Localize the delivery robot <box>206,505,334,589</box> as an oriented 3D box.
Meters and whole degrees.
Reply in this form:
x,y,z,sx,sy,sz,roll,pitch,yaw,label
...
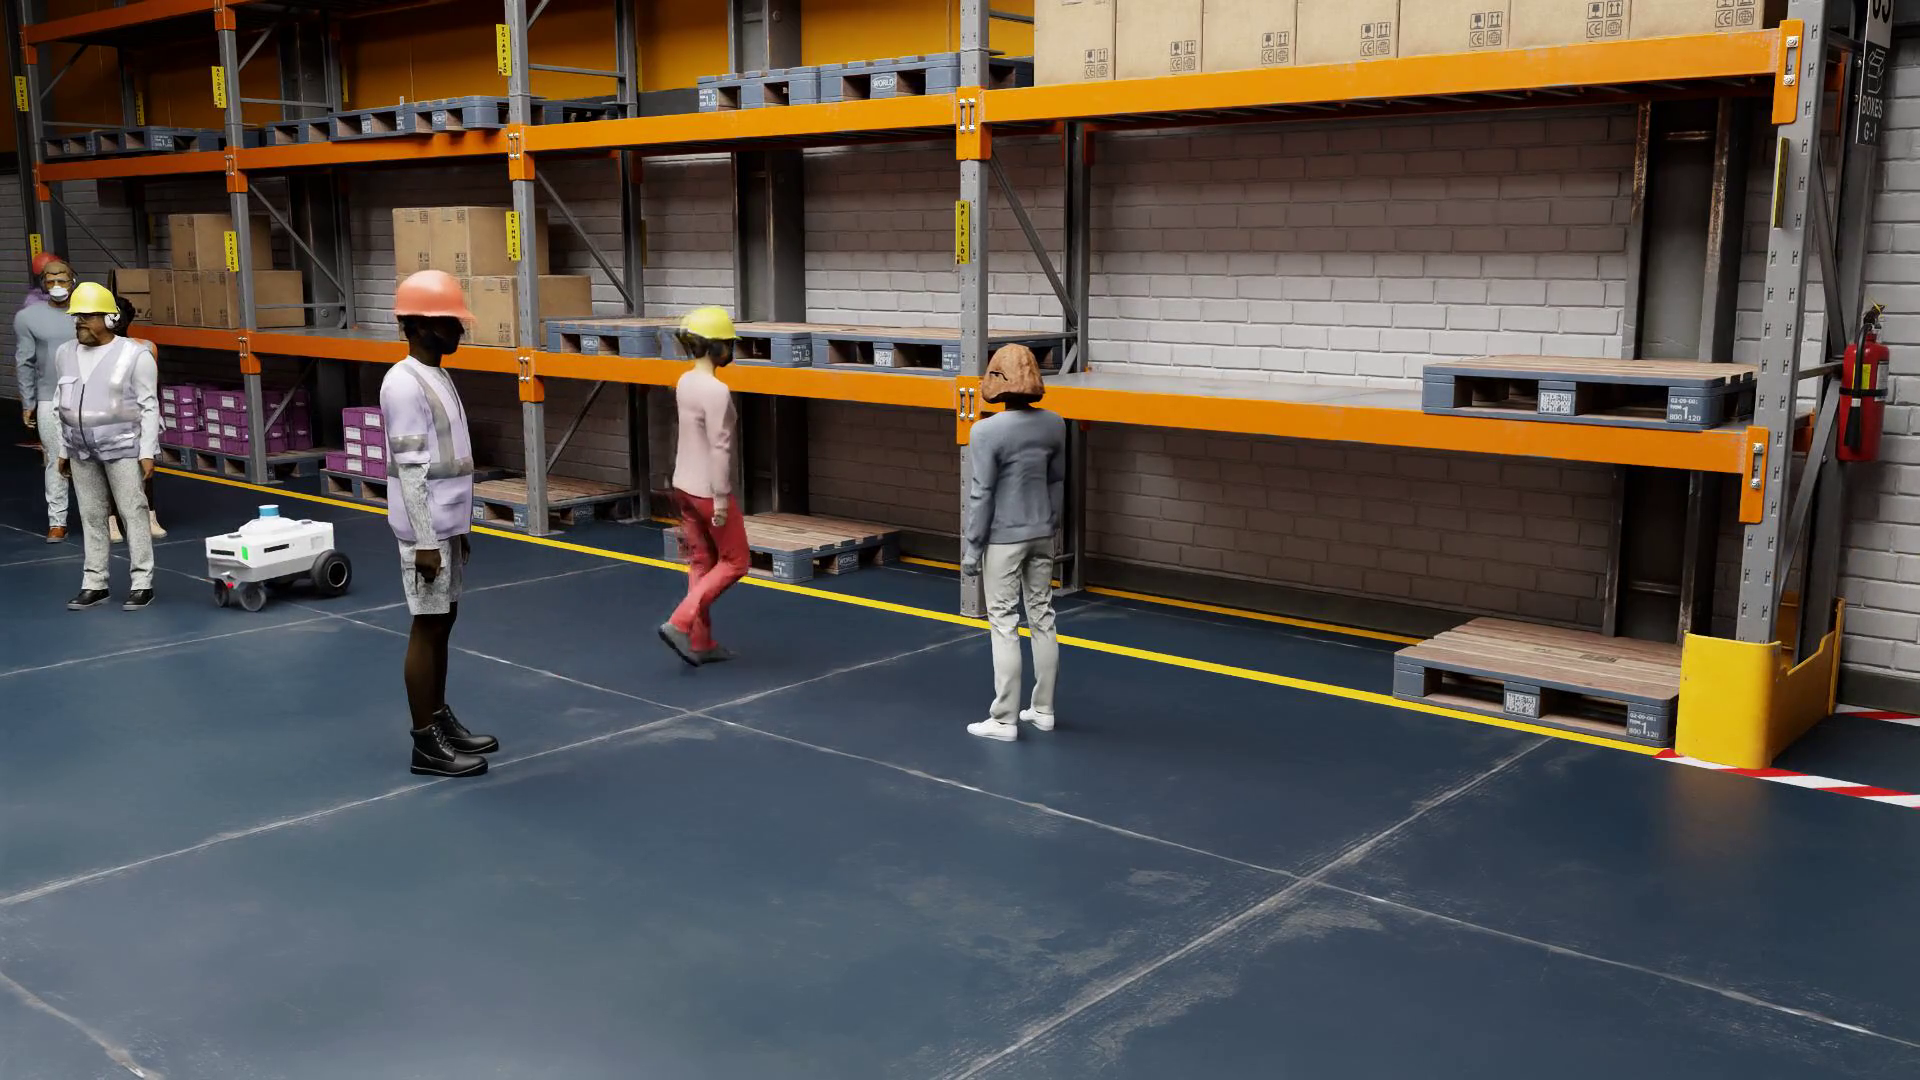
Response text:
x,y,z,sx,sy,sz,roll,pitch,yaw,label
-3.930,0.044,9.491,0.477,0.478,0.707,4,11,24,delivery robot

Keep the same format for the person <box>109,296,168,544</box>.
x,y,z,sx,sy,sz,roll,pitch,yaw,label
-5.765,-0.833,11.496,0.316,1.697,0.542,8,13,40,person

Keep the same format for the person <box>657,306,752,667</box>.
x,y,z,sx,sy,sz,roll,pitch,yaw,label
-1.228,-0.233,7.945,0.432,1.755,0.528,-7,12,-33,person

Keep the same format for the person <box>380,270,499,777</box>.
x,y,z,sx,sy,sz,roll,pitch,yaw,label
-2.013,-0.062,6.426,0.353,1.939,0.544,-1,10,-6,person

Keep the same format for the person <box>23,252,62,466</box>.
x,y,z,sx,sy,sz,roll,pitch,yaw,label
-8.319,-1.648,15.312,0.475,1.990,0.703,-1,10,-5,person

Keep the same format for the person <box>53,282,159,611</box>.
x,y,z,sx,sy,sz,roll,pitch,yaw,label
-4.775,-0.512,9.285,0.586,1.835,0.403,1,10,5,person

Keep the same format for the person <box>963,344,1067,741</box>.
x,y,z,sx,sy,sz,roll,pitch,yaw,label
0.225,0.013,6.866,0.497,1.633,0.284,-8,13,-39,person

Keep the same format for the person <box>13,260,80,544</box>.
x,y,z,sx,sy,sz,roll,pitch,yaw,label
-6.137,-0.949,11.473,0.636,1.939,0.365,-5,11,-26,person
